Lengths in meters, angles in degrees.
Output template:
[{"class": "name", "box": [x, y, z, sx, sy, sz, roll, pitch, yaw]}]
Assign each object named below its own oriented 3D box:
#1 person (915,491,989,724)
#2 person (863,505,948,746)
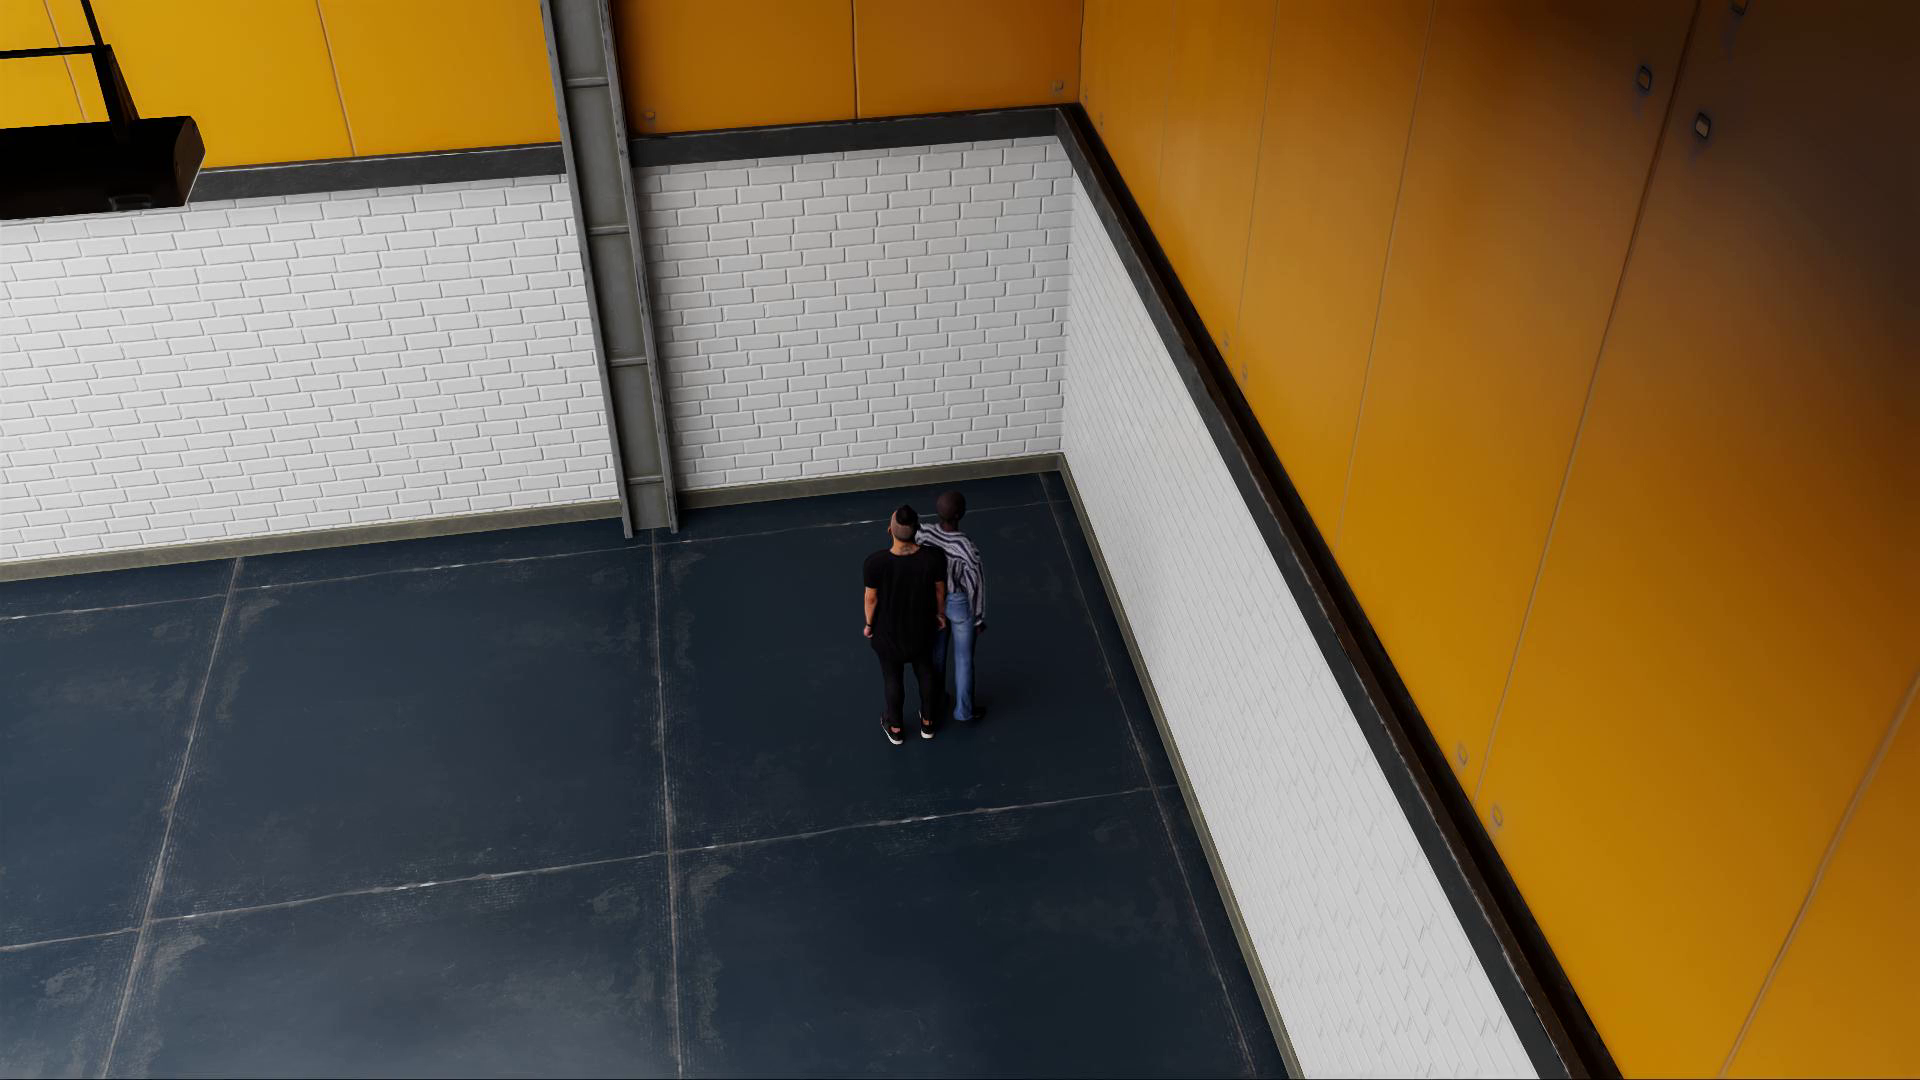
[{"class": "person", "box": [-0.056, 0.432, 10.364, 0.692, 1.795, 0.756, 23, 44, 26]}, {"class": "person", "box": [-0.336, 0.498, 10.225, 0.539, 1.865, 0.764, -10, 40, -12]}]
